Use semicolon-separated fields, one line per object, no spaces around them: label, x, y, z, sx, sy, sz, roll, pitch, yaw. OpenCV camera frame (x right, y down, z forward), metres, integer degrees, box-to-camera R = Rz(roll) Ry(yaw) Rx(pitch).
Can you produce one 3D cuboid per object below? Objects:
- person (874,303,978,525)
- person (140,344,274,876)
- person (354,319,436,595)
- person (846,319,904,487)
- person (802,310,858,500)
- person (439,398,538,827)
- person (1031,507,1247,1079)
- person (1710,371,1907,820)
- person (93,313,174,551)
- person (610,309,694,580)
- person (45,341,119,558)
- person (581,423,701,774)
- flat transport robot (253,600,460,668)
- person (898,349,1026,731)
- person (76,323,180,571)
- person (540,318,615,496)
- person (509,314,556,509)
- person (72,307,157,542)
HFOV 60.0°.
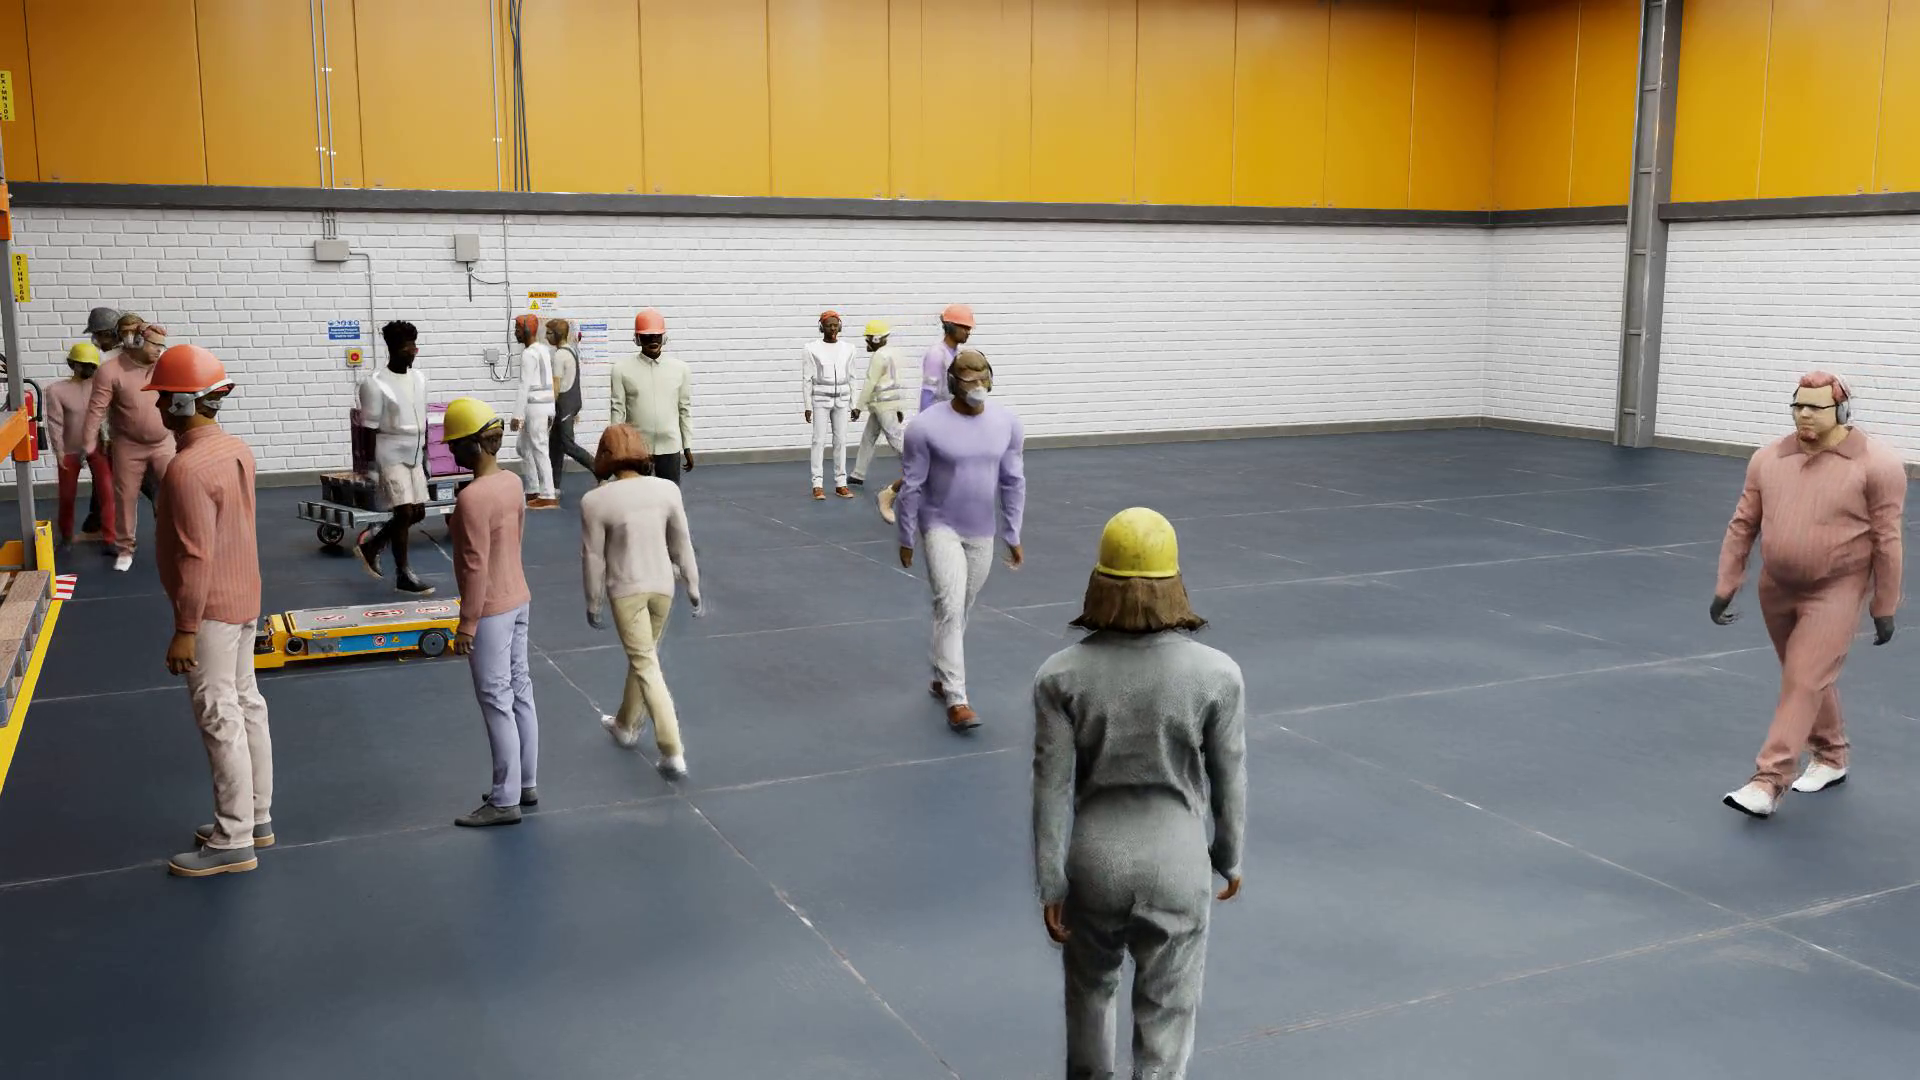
person;-0.260;-1.032;14.294;0.830;2.009;0.633;4;10;22
person;-2.837;0.263;6.290;0.379;1.996;0.609;-1;9;-6
person;-4.021;-0.585;11.725;0.654;1.939;0.639;3;10;20
person;-0.795;-1.405;17.332;0.958;1.786;0.584;0;9;3
person;-1.293;-1.346;16.623;0.578;1.883;0.353;-4;10;-25
person;-1.943;0.295;6.830;0.327;1.760;0.523;1;9;6
person;0.434;0.773;3.999;0.493;1.718;0.741;2;9;10
person;3.527;0.220;6.998;1.008;1.850;0.670;-5;11;-31
person;-6.595;-0.851;13.378;0.631;1.939;0.369;-4;10;-25
person;-2.242;-0.682;12.156;0.615;1.994;0.381;-4;10;-25
person;-7.025;-0.734;13.308;0.529;1.730;0.808;-8;12;-40
person;-1.474;0.250;7.655;0.521;1.574;0.880;-8;12;-41
flat transport robot;-3.517;0.539;9.916;1.431;0.197;0.652;-4;10;-25
person;0.030;-0.016;8.386;0.631;1.880;0.945;-4;10;-26
person;-6.255;-0.689;12.573;0.869;1.882;0.579;-9;13;-44
person;-3.901;-1.318;16.689;0.817;1.820;0.518;0;9;-2
person;-4.140;-1.212;15.829;0.595;1.868;0.589;0;9;-2
person;-6.977;-0.989;13.918;0.987;2.000;0.680;-4;10;-26
